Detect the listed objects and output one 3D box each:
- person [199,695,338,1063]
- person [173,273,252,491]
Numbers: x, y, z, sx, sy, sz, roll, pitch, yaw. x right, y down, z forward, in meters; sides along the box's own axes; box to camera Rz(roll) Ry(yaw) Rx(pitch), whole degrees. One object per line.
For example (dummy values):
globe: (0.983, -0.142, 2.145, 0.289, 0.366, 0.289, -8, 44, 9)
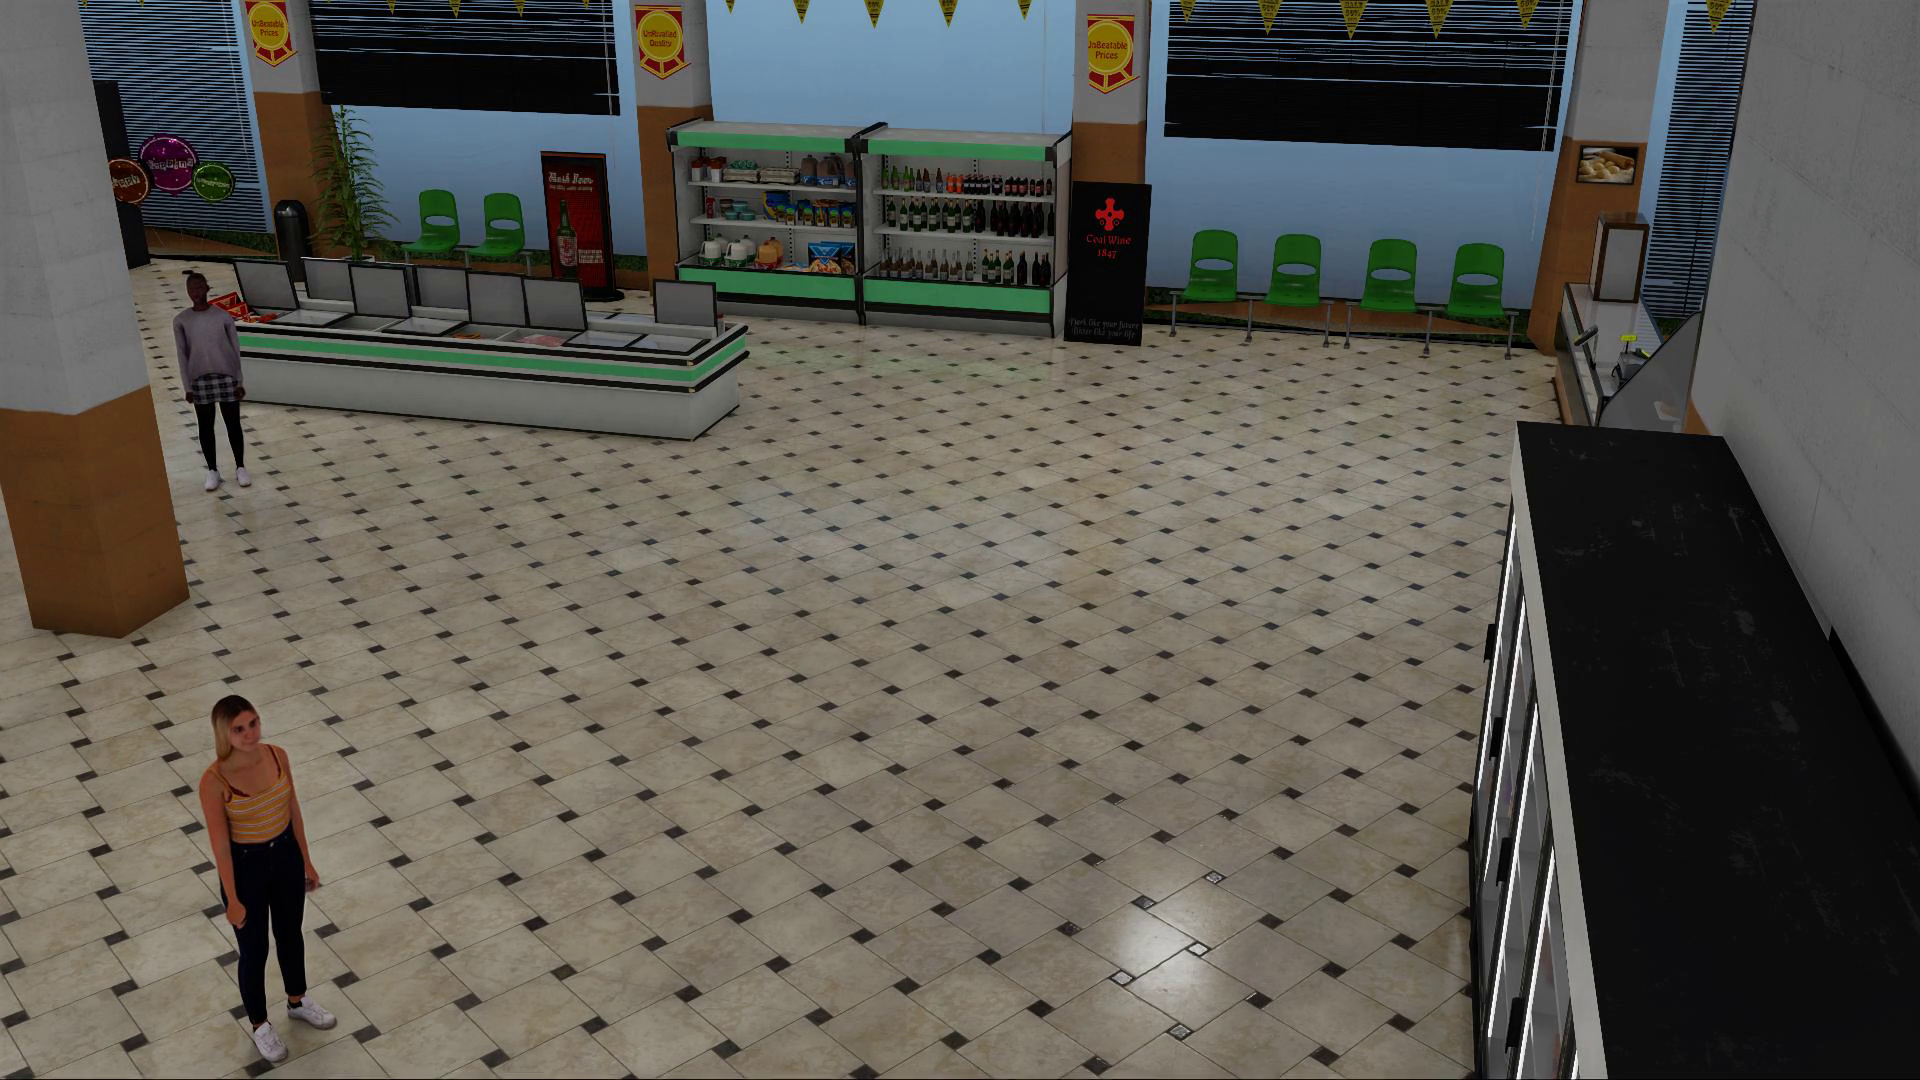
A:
person: (-2.943, 1.394, 7.006, 0.618, 1.629, 0.633, 14, 26, 31)
person: (-6.057, -1.293, 13.502, 0.660, 1.771, 0.751, -9, 24, -21)
